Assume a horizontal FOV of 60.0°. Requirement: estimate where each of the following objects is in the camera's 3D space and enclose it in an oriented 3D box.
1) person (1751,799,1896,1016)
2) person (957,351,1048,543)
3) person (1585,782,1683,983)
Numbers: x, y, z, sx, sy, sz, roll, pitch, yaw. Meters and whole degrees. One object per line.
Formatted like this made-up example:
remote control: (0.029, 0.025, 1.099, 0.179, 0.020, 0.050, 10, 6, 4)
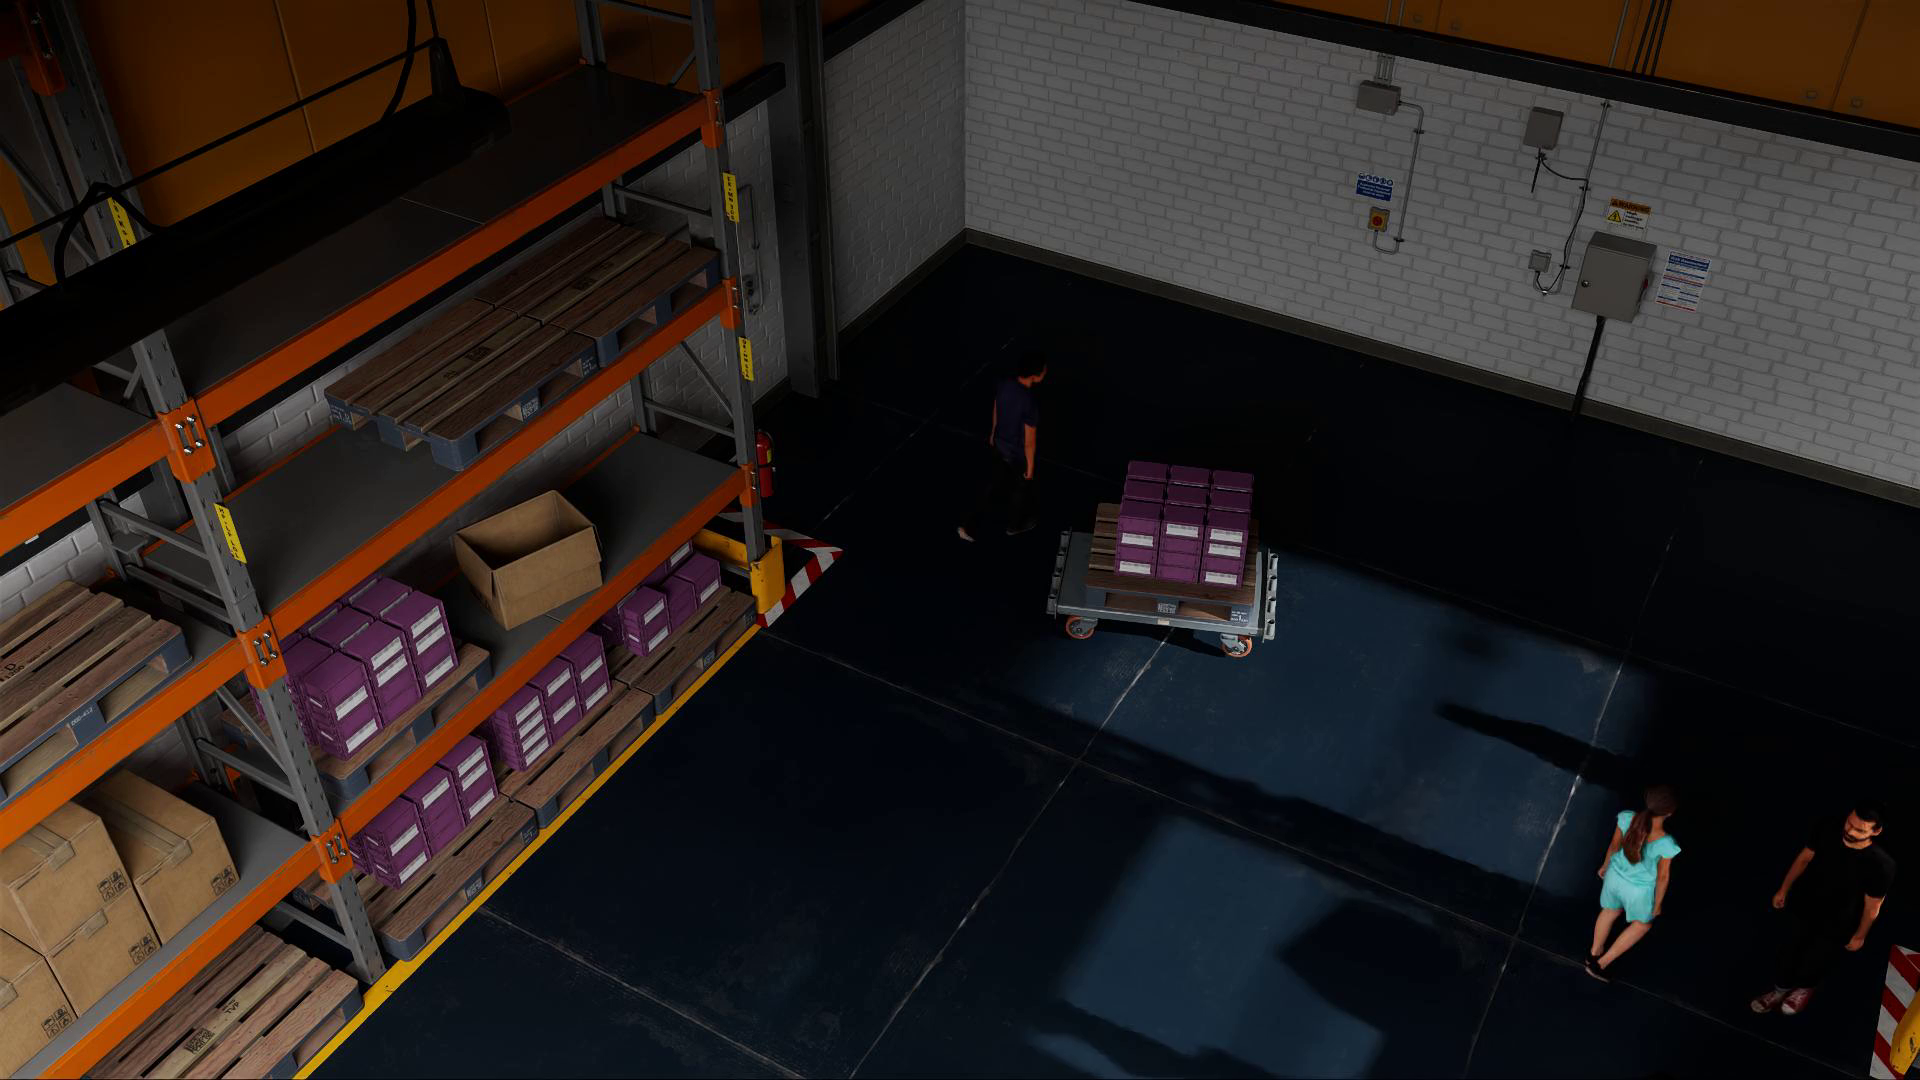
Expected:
person: (4.887, 2.045, 9.300, 0.820, 1.747, 0.776, -18, 42, -22)
person: (0.329, -0.656, 12.678, 1.106, 1.751, 0.909, -31, 48, -33)
person: (3.835, 1.988, 9.527, 0.779, 1.552, 0.701, -28, 46, -30)
